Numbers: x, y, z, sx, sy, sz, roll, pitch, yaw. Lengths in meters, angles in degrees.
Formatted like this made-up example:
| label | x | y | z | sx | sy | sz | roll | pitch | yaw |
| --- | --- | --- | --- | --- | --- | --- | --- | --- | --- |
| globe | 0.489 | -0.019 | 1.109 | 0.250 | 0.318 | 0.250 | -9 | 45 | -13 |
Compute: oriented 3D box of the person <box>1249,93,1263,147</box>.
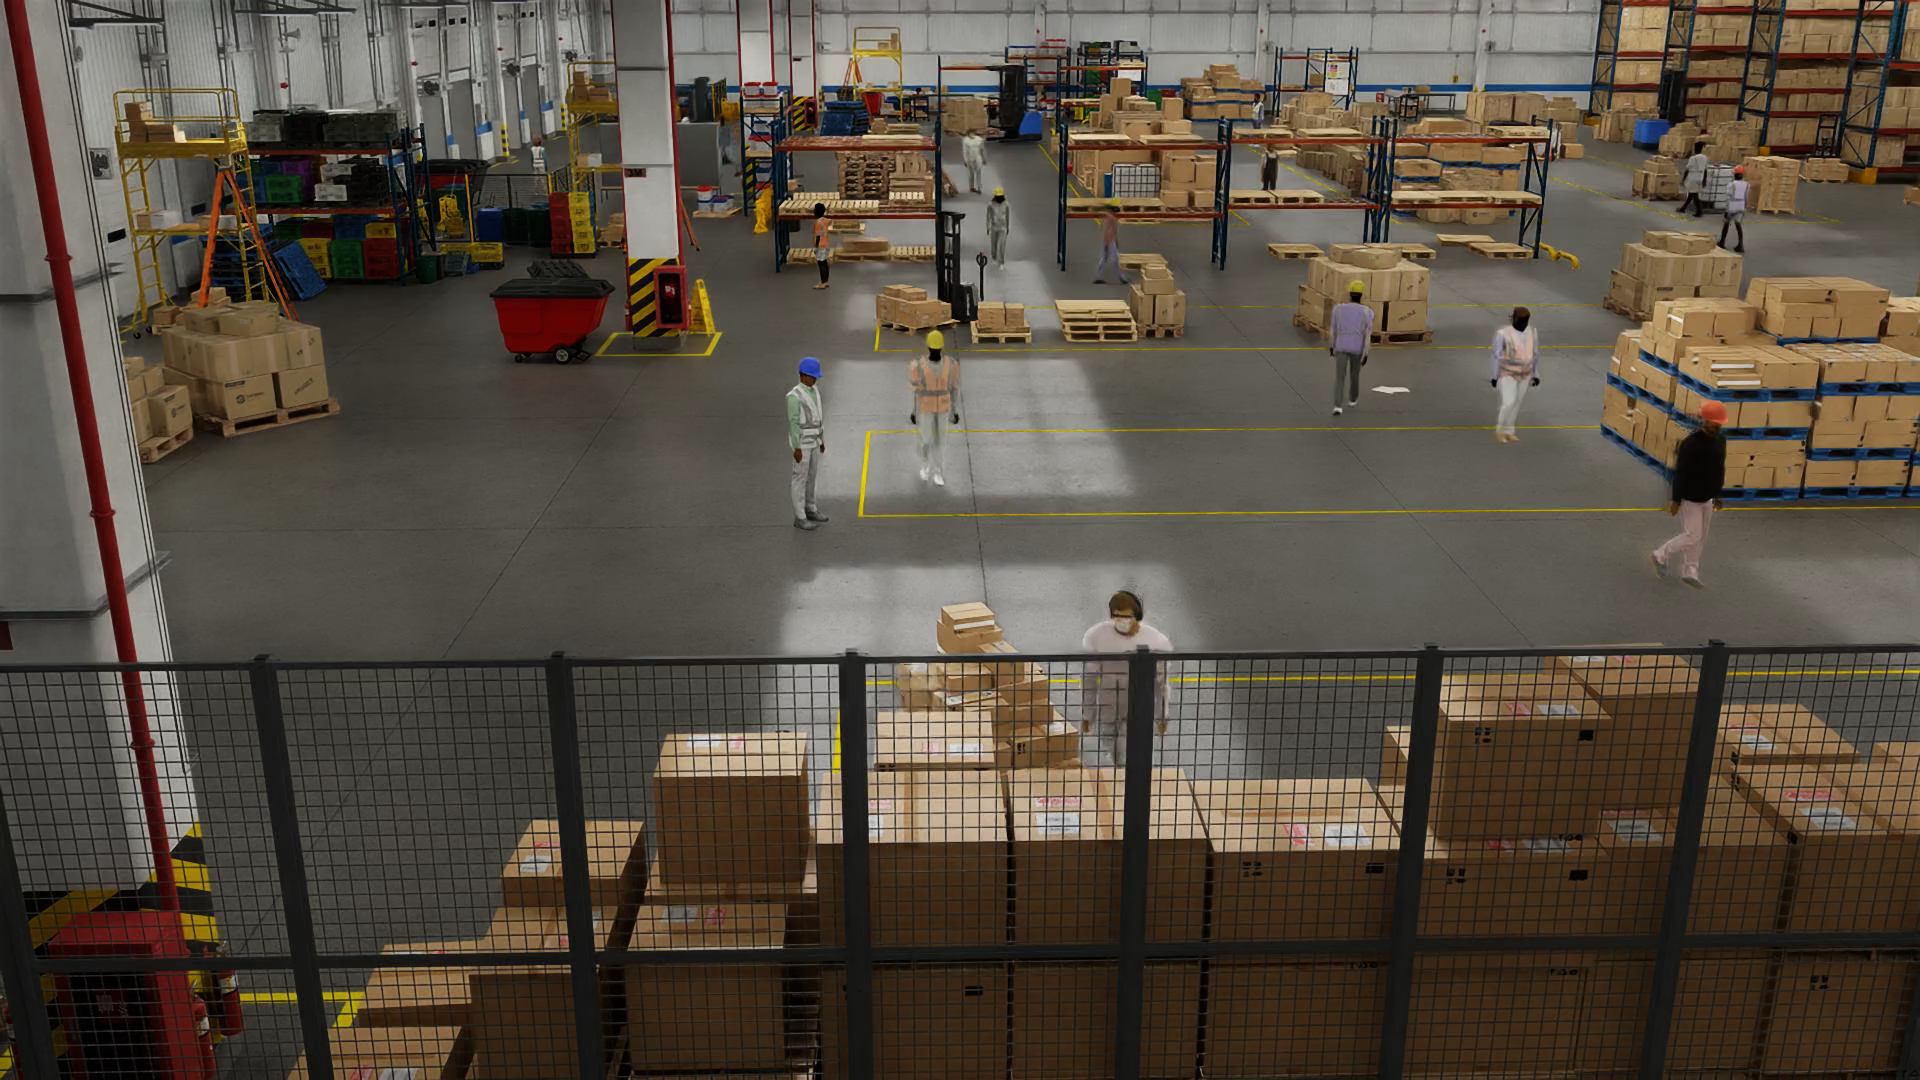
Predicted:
| label | x | y | z | sx | sy | sz | roll | pitch | yaw |
| --- | --- | --- | --- | --- | --- | --- | --- | --- | --- |
| person | 10.938 | -15.436 | 61.145 | 0.395 | 1.919 | 0.590 | -6 | 20 | -18 |

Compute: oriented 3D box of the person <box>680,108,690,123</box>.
| label | x | y | z | sx | sy | sz | roll | pitch | yaw |
| --- | --- | --- | --- | --- | --- | --- | --- | --- | --- |
| person | -9.030 | -13.266 | 54.762 | 0.337 | 1.882 | 0.584 | 1 | 19 | 4 |

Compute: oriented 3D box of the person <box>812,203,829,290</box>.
| label | x | y | z | sx | sy | sz | roll | pitch | yaw |
| --- | --- | --- | --- | --- | --- | --- | --- | --- | --- |
| person | -2.763 | -5.827 | 32.977 | 0.317 | 1.700 | 0.538 | 4 | 19 | 13 |

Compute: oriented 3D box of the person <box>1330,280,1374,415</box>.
| label | x | y | z | sx | sy | sz | roll | pitch | yaw |
| --- | --- | --- | --- | --- | --- | --- | --- | --- | --- |
| person | 5.518 | -2.732 | 23.519 | 0.587 | 1.886 | 0.980 | 5 | 19 | 16 |

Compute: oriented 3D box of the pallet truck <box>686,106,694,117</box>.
| label | x | y | z | sx | sy | sz | roll | pitch | yaw |
| --- | --- | --- | --- | --- | --- | --- | --- | --- | --- |
| pallet truck | -9.671 | -15.907 | 62.421 | 0.823 | 1.965 | 1.885 | 5 | 19 | 15 |

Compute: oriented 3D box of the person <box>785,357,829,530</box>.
| label | x | y | z | sx | sy | sz | roll | pitch | yaw |
| --- | --- | --- | --- | --- | --- | --- | --- | --- | --- |
| person | -1.699 | -1.092 | 18.561 | 0.401 | 1.938 | 0.603 | 8 | 20 | 21 |

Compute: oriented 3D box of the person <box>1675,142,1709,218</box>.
| label | x | y | z | sx | sy | sz | roll | pitch | yaw |
| --- | --- | --- | --- | --- | --- | --- | --- | --- | --- |
| person | 19.035 | -9.343 | 43.102 | 0.611 | 1.909 | 1.031 | -9 | 21 | -24 |

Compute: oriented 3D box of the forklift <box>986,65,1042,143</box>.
| label | x | y | z | sx | sy | sz | roll | pitch | yaw |
| --- | --- | --- | --- | --- | --- | --- | --- | --- | --- |
| forklift | 2.090 | -16.460 | 62.702 | 1.873 | 2.768 | 1.129 | -10 | 21 | -26 |

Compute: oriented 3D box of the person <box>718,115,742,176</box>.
| label | x | y | z | sx | sy | sz | roll | pitch | yaw |
| --- | --- | --- | --- | --- | --- | --- | --- | --- | --- |
| person | -7.255 | -12.255 | 51.766 | 0.998 | 1.898 | 0.635 | -14 | 23 | -35 |

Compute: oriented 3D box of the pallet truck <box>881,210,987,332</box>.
| label | x | y | z | sx | sy | sz | roll | pitch | yaw |
| --- | --- | --- | --- | --- | --- | --- | --- | --- | --- |
| pallet truck | -0.493 | -4.759 | 29.349 | 1.885 | 1.965 | 0.823 | -13 | 23 | -34 |

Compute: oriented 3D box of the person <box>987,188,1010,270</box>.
| label | x | y | z | sx | sy | sz | roll | pitch | yaw |
| --- | --- | --- | --- | --- | --- | --- | --- | --- | --- |
| person | 0.806 | -6.677 | 35.492 | 0.493 | 1.709 | 0.847 | -1 | 19 | -4 |

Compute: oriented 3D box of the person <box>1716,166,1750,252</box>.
| label | x | y | z | sx | sy | sz | roll | pitch | yaw |
| --- | --- | --- | --- | --- | --- | --- | --- | --- | --- |
| person | 17.586 | -7.506 | 37.669 | 0.561 | 1.895 | 0.978 | -1 | 19 | -4 |

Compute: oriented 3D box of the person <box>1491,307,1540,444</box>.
| label | x | y | z | sx | sy | sz | roll | pitch | yaw |
| --- | --- | --- | --- | --- | --- | --- | --- | --- | --- |
| person | 7.340 | -2.158 | 21.899 | 0.637 | 1.827 | 0.520 | -7 | 20 | -19 |

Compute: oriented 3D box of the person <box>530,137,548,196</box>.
| label | x | y | z | sx | sy | sz | roll | pitch | yaw |
| --- | --- | --- | --- | --- | --- | --- | --- | --- | --- |
| person | -11.930 | -10.583 | 47.179 | 0.525 | 1.639 | 0.307 | 8 | 20 | 22 |

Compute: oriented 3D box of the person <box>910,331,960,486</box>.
| label | x | y | z | sx | sy | sz | roll | pitch | yaw |
| --- | --- | --- | --- | --- | --- | --- | --- | --- | --- |
| person | -0.295 | -1.590 | 20.080 | 0.602 | 1.911 | 0.416 | -4 | 19 | -12 |

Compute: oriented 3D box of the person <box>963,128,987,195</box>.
| label | x | y | z | sx | sy | sz | roll | pitch | yaw |
| --- | --- | --- | --- | --- | --- | --- | --- | --- | --- |
| person | 0.421 | -10.880 | 47.699 | 0.703 | 1.887 | 0.871 | -3 | 19 | -10 |

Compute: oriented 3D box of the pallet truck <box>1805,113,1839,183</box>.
| label | x | y | z | sx | sy | sz | roll | pitch | yaw |
| --- | --- | --- | --- | --- | --- | --- | --- | --- | --- |
| pallet truck | 26.403 | -11.957 | 50.702 | 0.823 | 1.965 | 1.885 | 6 | 19 | 16 |

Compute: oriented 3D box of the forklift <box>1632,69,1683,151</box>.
| label | x | y | z | sx | sy | sz | roll | pitch | yaw |
| --- | --- | --- | --- | --- | --- | --- | --- | --- | --- |
| forklift | 25.330 | -15.379 | 59.495 | 1.873 | 2.768 | 1.129 | -1 | 19 | -1 |

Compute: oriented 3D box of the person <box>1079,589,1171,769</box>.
| label | x | y | z | sx | sy | sz | roll | pitch | yaw |
| --- | --- | --- | --- | --- | --- | --- | --- | --- | --- |
| person | 1.182 | 1.197 | 11.860 | 0.631 | 1.901 | 0.976 | 7 | 20 | 19 |

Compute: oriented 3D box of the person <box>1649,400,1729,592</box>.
| label | x | y | z | sx | sy | sz | roll | pitch | yaw |
| --- | --- | --- | --- | --- | --- | --- | --- | --- | --- |
| person | 7.344 | -0.455 | 16.626 | 0.624 | 1.977 | 0.531 | -12 | 22 | -31 |

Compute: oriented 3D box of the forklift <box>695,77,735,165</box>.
| label | x | y | z | sx | sy | sz | roll | pitch | yaw |
| --- | --- | --- | --- | --- | --- | --- | --- | --- | --- |
| forklift | -8.481 | -13.870 | 55.019 | 1.873 | 2.768 | 1.129 | -1 | 19 | -1 |

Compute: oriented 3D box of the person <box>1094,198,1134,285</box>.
| label | x | y | z | sx | sy | sz | roll | pitch | yaw |
| --- | --- | --- | --- | --- | --- | --- | --- | --- | --- |
| person | 3.114 | -5.981 | 33.402 | 0.882 | 1.722 | 0.531 | 2 | 19 | 5 |

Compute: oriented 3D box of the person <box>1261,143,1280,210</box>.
| label | x | y | z | sx | sy | sz | roll | pitch | yaw |
| --- | --- | --- | --- | --- | --- | --- | --- | --- | --- |
| person | 8.299 | -9.786 | 44.592 | 0.509 | 1.801 | 0.907 | -3 | 19 | -8 |
